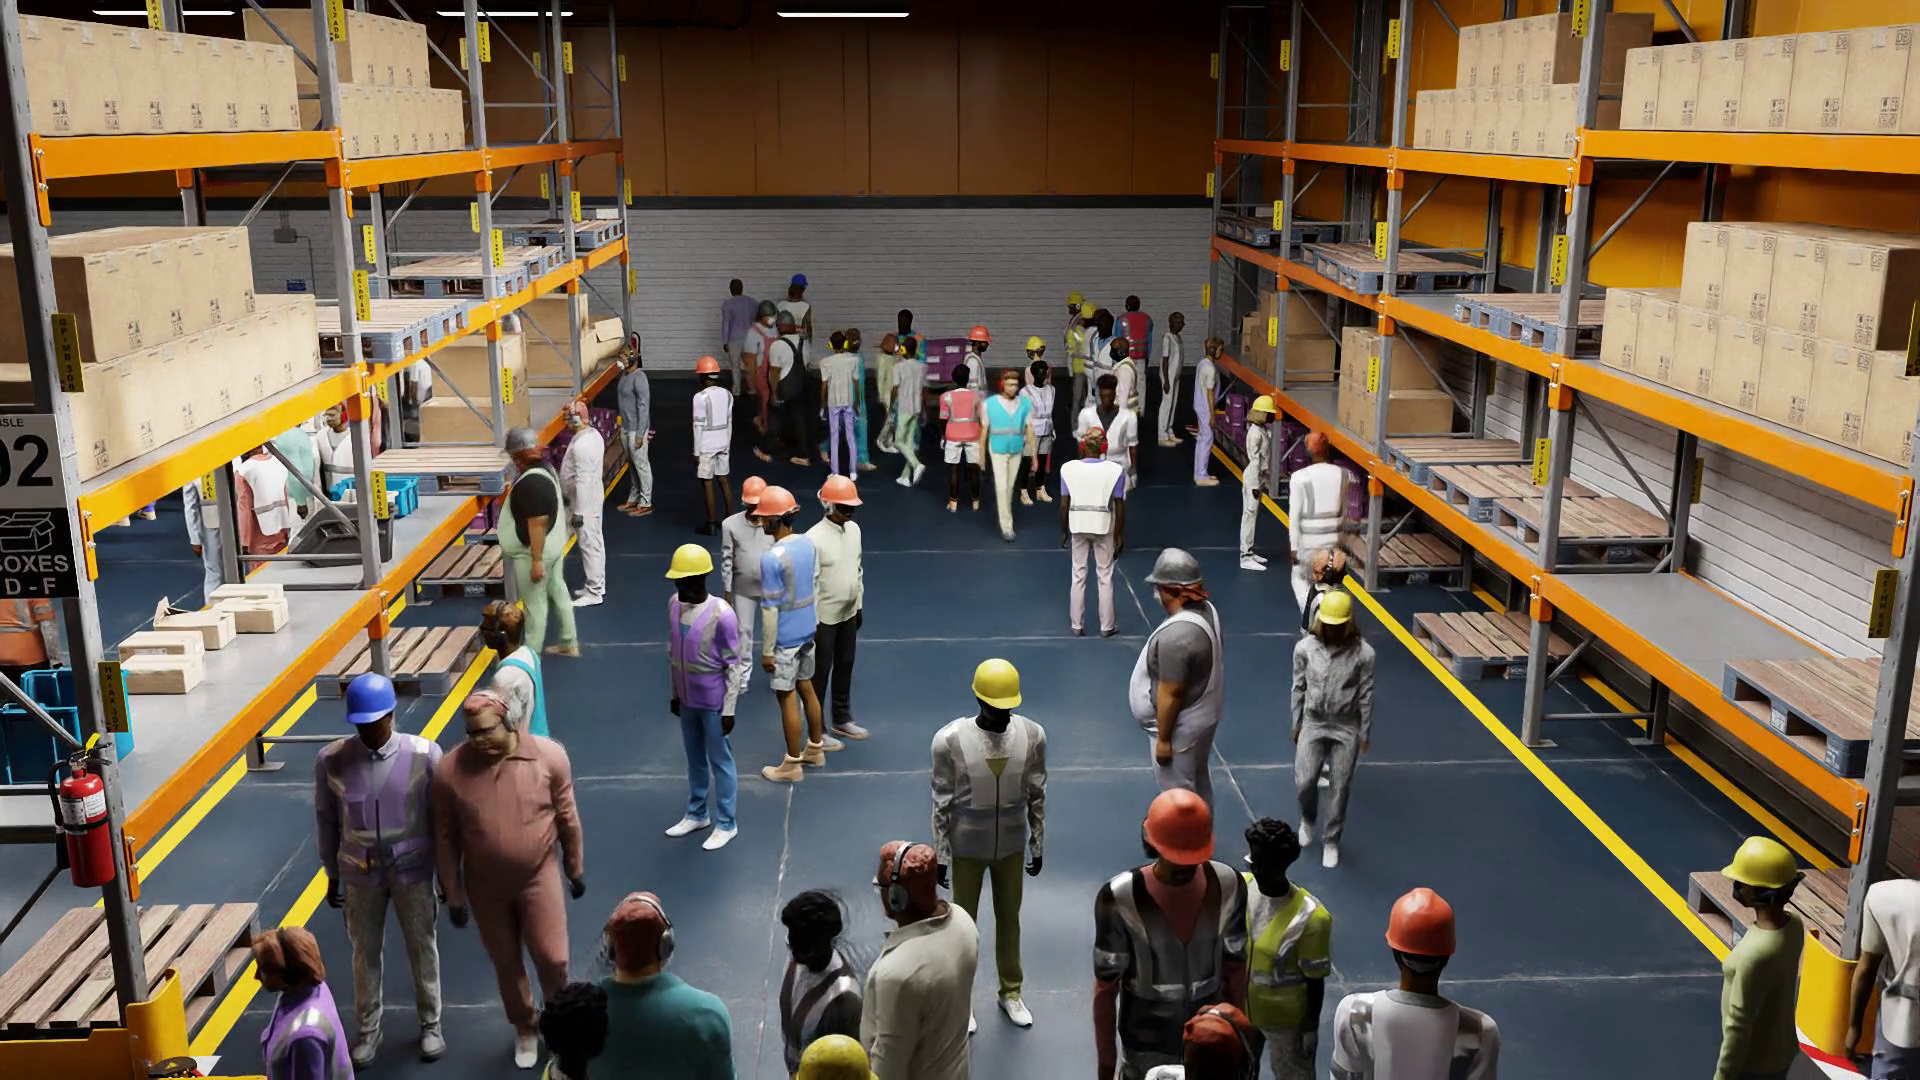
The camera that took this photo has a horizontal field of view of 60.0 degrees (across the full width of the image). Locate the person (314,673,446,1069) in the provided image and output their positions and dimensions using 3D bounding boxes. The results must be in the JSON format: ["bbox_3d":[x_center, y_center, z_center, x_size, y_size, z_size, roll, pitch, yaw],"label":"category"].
[{"bbox_3d":[-2.695,1.545,7.838,0.606,1.947,0.406,-3,15,-10],"label":"person"}]

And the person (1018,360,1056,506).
[{"bbox_3d":[0.899,-1.251,19.311,0.540,1.698,0.317,-11,18,-36],"label":"person"}]

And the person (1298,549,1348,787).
[{"bbox_3d":[2.430,0.851,11.202,0.314,1.629,0.509,2,14,7],"label":"person"}]

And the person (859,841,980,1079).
[{"bbox_3d":[-0.167,2.009,6.136,0.400,1.895,0.650,6,15,21],"label":"person"}]

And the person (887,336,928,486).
[{"bbox_3d":[-0.586,-1.532,20.133,0.580,1.840,0.624,-10,17,-34],"label":"person"}]

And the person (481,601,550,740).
[{"bbox_3d":[-2.466,1.232,9.273,0.348,1.846,0.506,0,14,1],"label":"person"}]

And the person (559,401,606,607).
[{"bbox_3d":[-3.474,-0.337,15.324,0.409,1.903,0.638,-1,14,-3],"label":"person"}]

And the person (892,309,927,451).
[{"bbox_3d":[-0.712,-2.147,22.389,0.587,1.920,0.391,9,17,32],"label":"person"}]

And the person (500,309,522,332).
[{"bbox_3d":[-6.693,-2.740,24.720,0.505,1.957,0.623,-12,18,-38],"label":"person"}]

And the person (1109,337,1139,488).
[{"bbox_3d":[1.951,-1.548,20.218,0.430,1.836,0.627,1,14,4],"label":"person"}]

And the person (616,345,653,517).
[{"bbox_3d":[-3.690,-1.240,18.791,0.372,1.940,0.631,-9,17,-30],"label":"person"}]

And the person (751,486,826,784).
[{"bbox_3d":[-1.188,0.632,11.264,0.421,2.033,0.608,6,16,23],"label":"person"}]

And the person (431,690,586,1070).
[{"bbox_3d":[-2.096,1.598,7.767,0.662,1.880,0.460,-3,15,-12],"label":"person"}]

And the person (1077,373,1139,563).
[{"bbox_3d":[1.498,-0.738,16.791,0.631,1.951,0.546,3,15,10],"label":"person"}]

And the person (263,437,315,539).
[{"bbox_3d":[-7.151,-0.951,17.778,0.575,1.880,0.359,-8,16,-27],"label":"person"}]

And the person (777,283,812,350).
[{"bbox_3d":[-2.651,-3.196,26.689,0.573,1.831,0.407,2,14,9],"label":"person"}]

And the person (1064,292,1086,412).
[{"bbox_3d":[1.791,-2.882,25.468,0.403,1.824,0.594,-2,14,-6],"label":"person"}]

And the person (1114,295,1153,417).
[{"bbox_3d":[2.578,-2.742,24.912,0.632,1.836,0.432,-5,15,-20],"label":"person"}]

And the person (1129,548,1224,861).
[{"bbox_3d":[1.252,1.022,9.706,0.537,2.000,0.691,7,16,26],"label":"person"}]

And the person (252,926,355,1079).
[{"bbox_3d":[-2.355,2.156,6.075,0.315,1.632,0.519,-6,15,-21],"label":"person"}]

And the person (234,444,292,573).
[{"bbox_3d":[-5.945,-0.065,14.252,0.408,1.907,0.598,3,15,13],"label":"person"}]

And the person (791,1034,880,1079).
[{"bbox_3d":[-0.396,2.332,5.178,0.323,1.737,0.484,2,14,10],"label":"person"}]

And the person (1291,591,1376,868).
[{"bbox_3d":[2.217,1.125,9.941,0.483,1.728,0.391,4,15,15],"label":"person"}]

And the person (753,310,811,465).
[{"bbox_3d":[-2.307,-2.000,21.572,0.895,2.000,0.692,13,20,42],"label":"person"}]

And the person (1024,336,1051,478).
[{"bbox_3d":[0.941,-1.655,20.763,0.327,1.767,0.533,10,17,34],"label":"person"}]

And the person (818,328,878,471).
[{"bbox_3d":[-1.434,-1.804,21.243,0.749,1.829,0.523,13,19,41],"label":"person"}]

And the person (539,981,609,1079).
[{"bbox_3d":[-1.258,2.257,5.549,0.545,1.685,0.561,-4,15,-15],"label":"person"}]

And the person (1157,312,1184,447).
[{"bbox_3d":[2.899,-2.202,22.756,0.324,1.841,0.517,7,16,26],"label":"person"}]

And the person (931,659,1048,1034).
[{"bbox_3d":[0.155,1.486,8.136,0.585,1.918,0.395,-4,15,-15],"label":"person"}]

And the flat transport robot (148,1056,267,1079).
[{"bbox_3d":[-3.309,2.623,6.950,0.652,0.197,1.431,-1,14,-2],"label":"flat transport robot"}]

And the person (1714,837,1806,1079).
[{"bbox_3d":[3.062,1.989,6.470,0.339,1.762,0.525,12,19,40],"label":"person"}]

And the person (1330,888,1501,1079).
[{"bbox_3d":[1.528,2.106,5.681,0.543,1.929,0.386,5,15,21],"label":"person"}]
